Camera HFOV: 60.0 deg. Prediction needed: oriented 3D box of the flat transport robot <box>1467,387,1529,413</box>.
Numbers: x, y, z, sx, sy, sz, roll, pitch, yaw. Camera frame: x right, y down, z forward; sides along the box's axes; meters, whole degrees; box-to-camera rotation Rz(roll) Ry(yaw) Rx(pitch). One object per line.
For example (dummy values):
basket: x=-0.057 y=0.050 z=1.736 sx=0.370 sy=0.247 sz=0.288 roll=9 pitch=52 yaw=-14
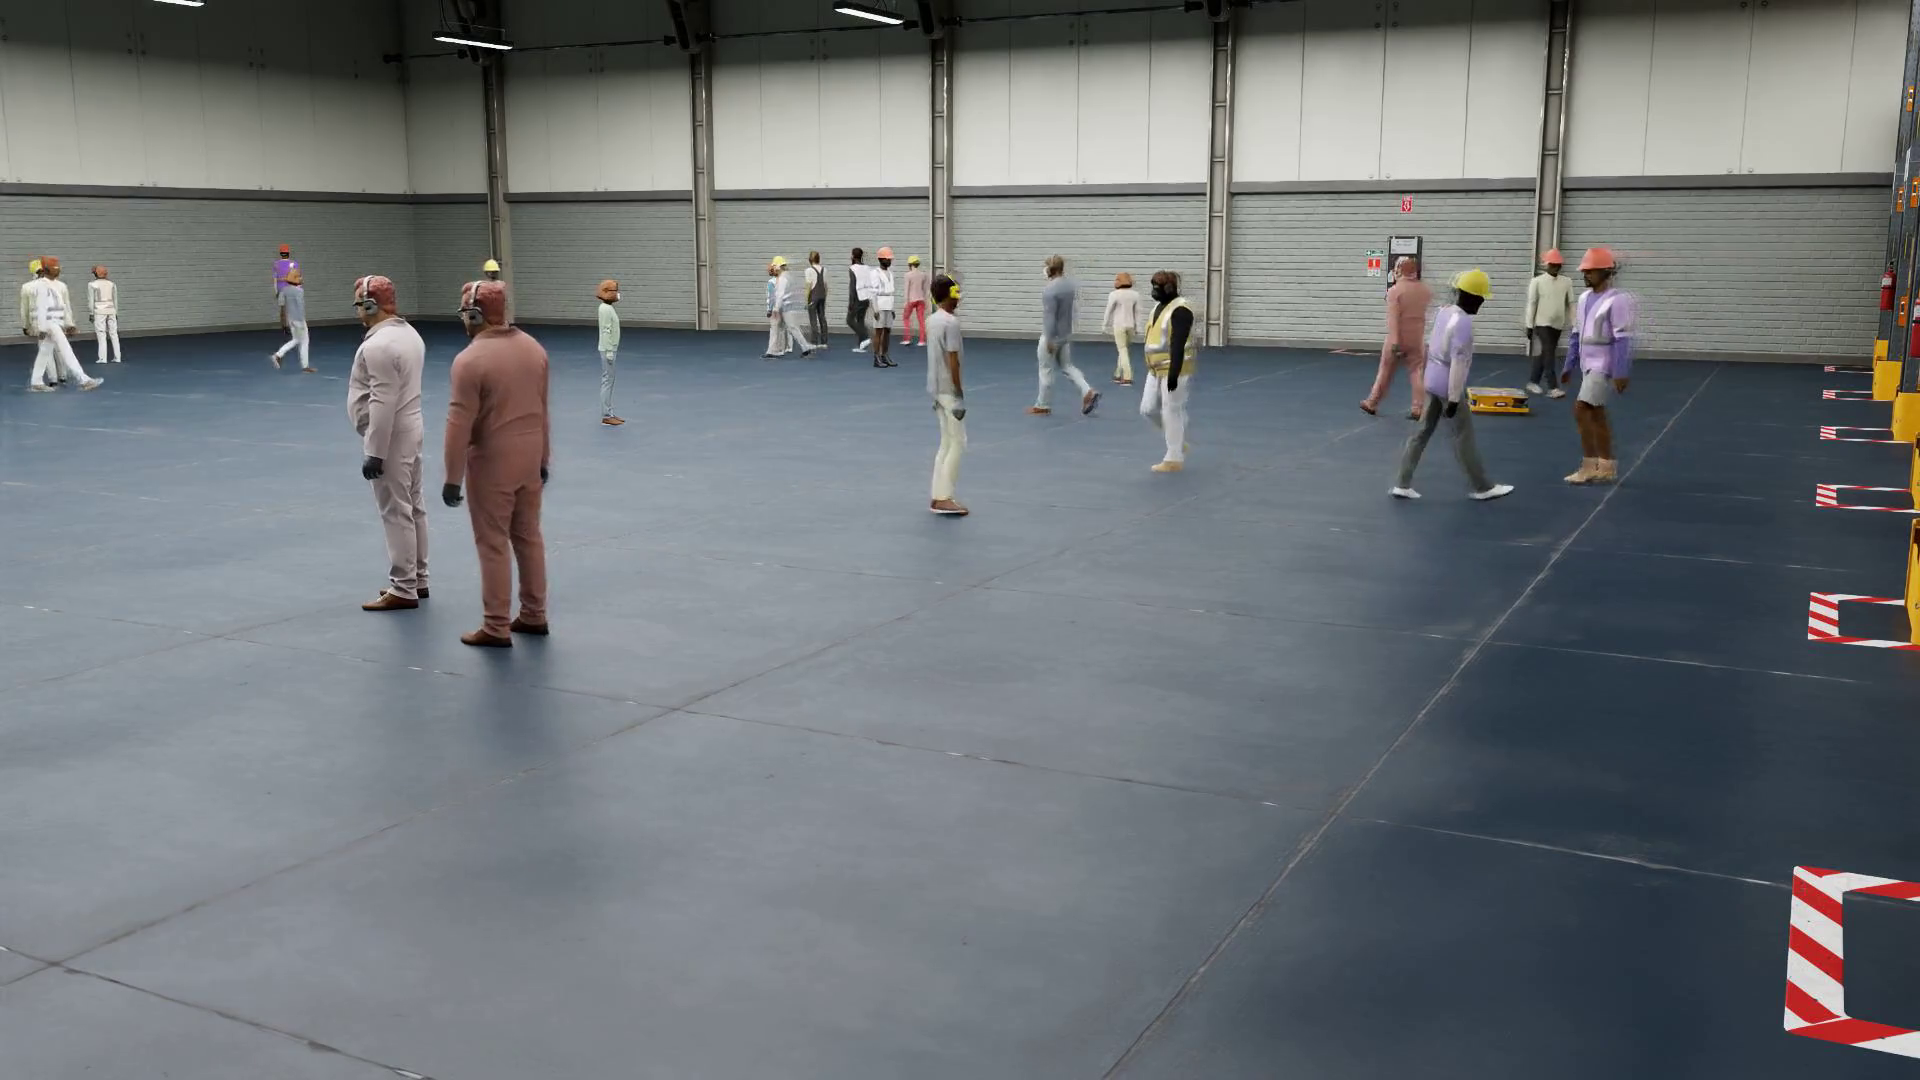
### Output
flat transport robot: x=6.567 y=-1.721 z=20.348 sx=0.652 sy=0.197 sz=1.431 roll=3 pitch=11 yaw=14

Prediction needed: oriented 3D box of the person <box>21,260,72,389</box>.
person: x=-12.804 y=-3.016 z=23.289 sx=0.590 sy=1.777 sz=0.842 roll=-9 pitch=14 yaw=-40

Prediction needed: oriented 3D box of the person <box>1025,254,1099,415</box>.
person: x=1.189 y=-2.400 z=19.552 sx=0.830 sy=1.919 sz=0.632 roll=7 pitch=12 yaw=33

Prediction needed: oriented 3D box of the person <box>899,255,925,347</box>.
person: x=-0.910 y=-4.586 z=31.951 sx=0.546 sy=1.737 sz=0.725 roll=-8 pitch=13 yaw=-38

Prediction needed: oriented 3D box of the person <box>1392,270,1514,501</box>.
person: x=3.940 y=-1.210 z=13.259 sx=0.951 sy=1.854 sz=0.572 roll=-1 pitch=10 yaw=-7

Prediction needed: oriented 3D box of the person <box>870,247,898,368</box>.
person: x=-1.221 y=-3.754 z=26.888 sx=0.373 sy=1.935 sz=0.565 roll=6 pitch=12 yaw=30

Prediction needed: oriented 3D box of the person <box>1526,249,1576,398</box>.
person: x=7.848 y=-2.890 z=22.156 sx=0.615 sy=1.948 sz=1.018 roll=-3 pitch=11 yaw=-14

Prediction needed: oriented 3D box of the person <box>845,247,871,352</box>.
person: x=-1.844 y=-4.356 z=30.239 sx=0.443 sy=1.906 sz=0.620 roll=6 pitch=12 yaw=29

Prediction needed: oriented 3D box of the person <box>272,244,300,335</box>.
person: x=-14.427 y=-5.370 z=35.683 sx=0.545 sy=1.942 sz=0.354 roll=-1 pitch=10 yaw=-7

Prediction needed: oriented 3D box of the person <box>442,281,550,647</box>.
person: x=-2.394 y=-0.383 z=8.621 sx=0.407 sy=1.899 sz=0.666 roll=5 pitch=12 yaw=26

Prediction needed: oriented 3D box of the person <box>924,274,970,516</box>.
person: x=-0.105 y=-1.108 z=12.767 sx=0.332 sy=1.823 sz=0.691 roll=-4 pitch=11 yaw=-20

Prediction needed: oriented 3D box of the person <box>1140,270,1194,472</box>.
person: x=1.872 y=-1.515 z=15.004 sx=0.436 sy=1.828 sz=0.631 roll=-4 pitch=11 yaw=-20

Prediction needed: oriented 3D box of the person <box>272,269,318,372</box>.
person: x=-10.364 y=-3.400 z=25.839 sx=0.503 sy=1.616 sz=0.605 roll=9 pitch=14 yaw=41

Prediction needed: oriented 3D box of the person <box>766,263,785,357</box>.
person: x=-3.250 y=-4.053 z=29.316 sx=0.309 sy=1.645 sz=0.514 roll=3 pitch=11 yaw=15

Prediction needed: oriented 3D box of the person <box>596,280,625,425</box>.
person: x=-3.945 y=-2.114 z=18.770 sx=0.271 sy=1.631 sz=0.509 roll=-1 pitch=10 yaw=-7

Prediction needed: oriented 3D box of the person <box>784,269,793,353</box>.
person: x=-3.228 y=-4.195 z=30.111 sx=0.307 sy=1.636 sz=0.525 roll=10 pitch=14 yaw=44

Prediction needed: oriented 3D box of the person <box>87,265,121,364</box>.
person: x=-14.279 y=-3.758 z=27.748 sx=0.315 sy=1.629 sz=0.509 roll=5 pitch=12 yaw=27

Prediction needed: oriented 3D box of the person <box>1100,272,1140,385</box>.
person: x=2.283 y=-3.027 z=23.838 sx=0.511 sy=1.600 sz=0.784 roll=-6 pitch=12 yaw=-30

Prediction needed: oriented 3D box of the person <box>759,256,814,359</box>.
person: x=-2.978 y=-3.991 z=28.613 sx=0.924 sy=1.786 sz=0.581 roll=-2 pitch=11 yaw=-10

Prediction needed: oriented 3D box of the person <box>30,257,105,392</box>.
person: x=-12.267 y=-2.928 z=22.659 sx=0.978 sy=1.831 sz=0.580 roll=-3 pitch=11 yaw=-18

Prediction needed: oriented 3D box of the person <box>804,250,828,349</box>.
person: x=-2.697 y=-4.496 z=31.183 sx=0.515 sy=1.843 sz=0.326 roll=-10 pitch=14 yaw=-43

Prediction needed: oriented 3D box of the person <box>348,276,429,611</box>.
person: x=-3.277 y=-0.550 z=9.517 sx=0.406 sy=1.902 sz=0.639 roll=0 pitch=10 yaw=-1

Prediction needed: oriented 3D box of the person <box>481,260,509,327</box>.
person: x=-7.147 y=-3.420 z=25.559 sx=0.389 sy=1.750 sz=0.554 roll=9 pitch=14 yaw=42

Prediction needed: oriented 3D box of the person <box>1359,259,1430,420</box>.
person: x=5.155 y=-2.341 z=19.429 sx=0.626 sy=1.849 sz=1.049 roll=-5 pitch=11 yaw=-24

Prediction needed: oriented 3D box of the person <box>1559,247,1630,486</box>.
person: x=5.361 y=-1.472 z=14.191 sx=0.673 sy=2.018 sz=0.617 roll=-1 pitch=10 yaw=-5
